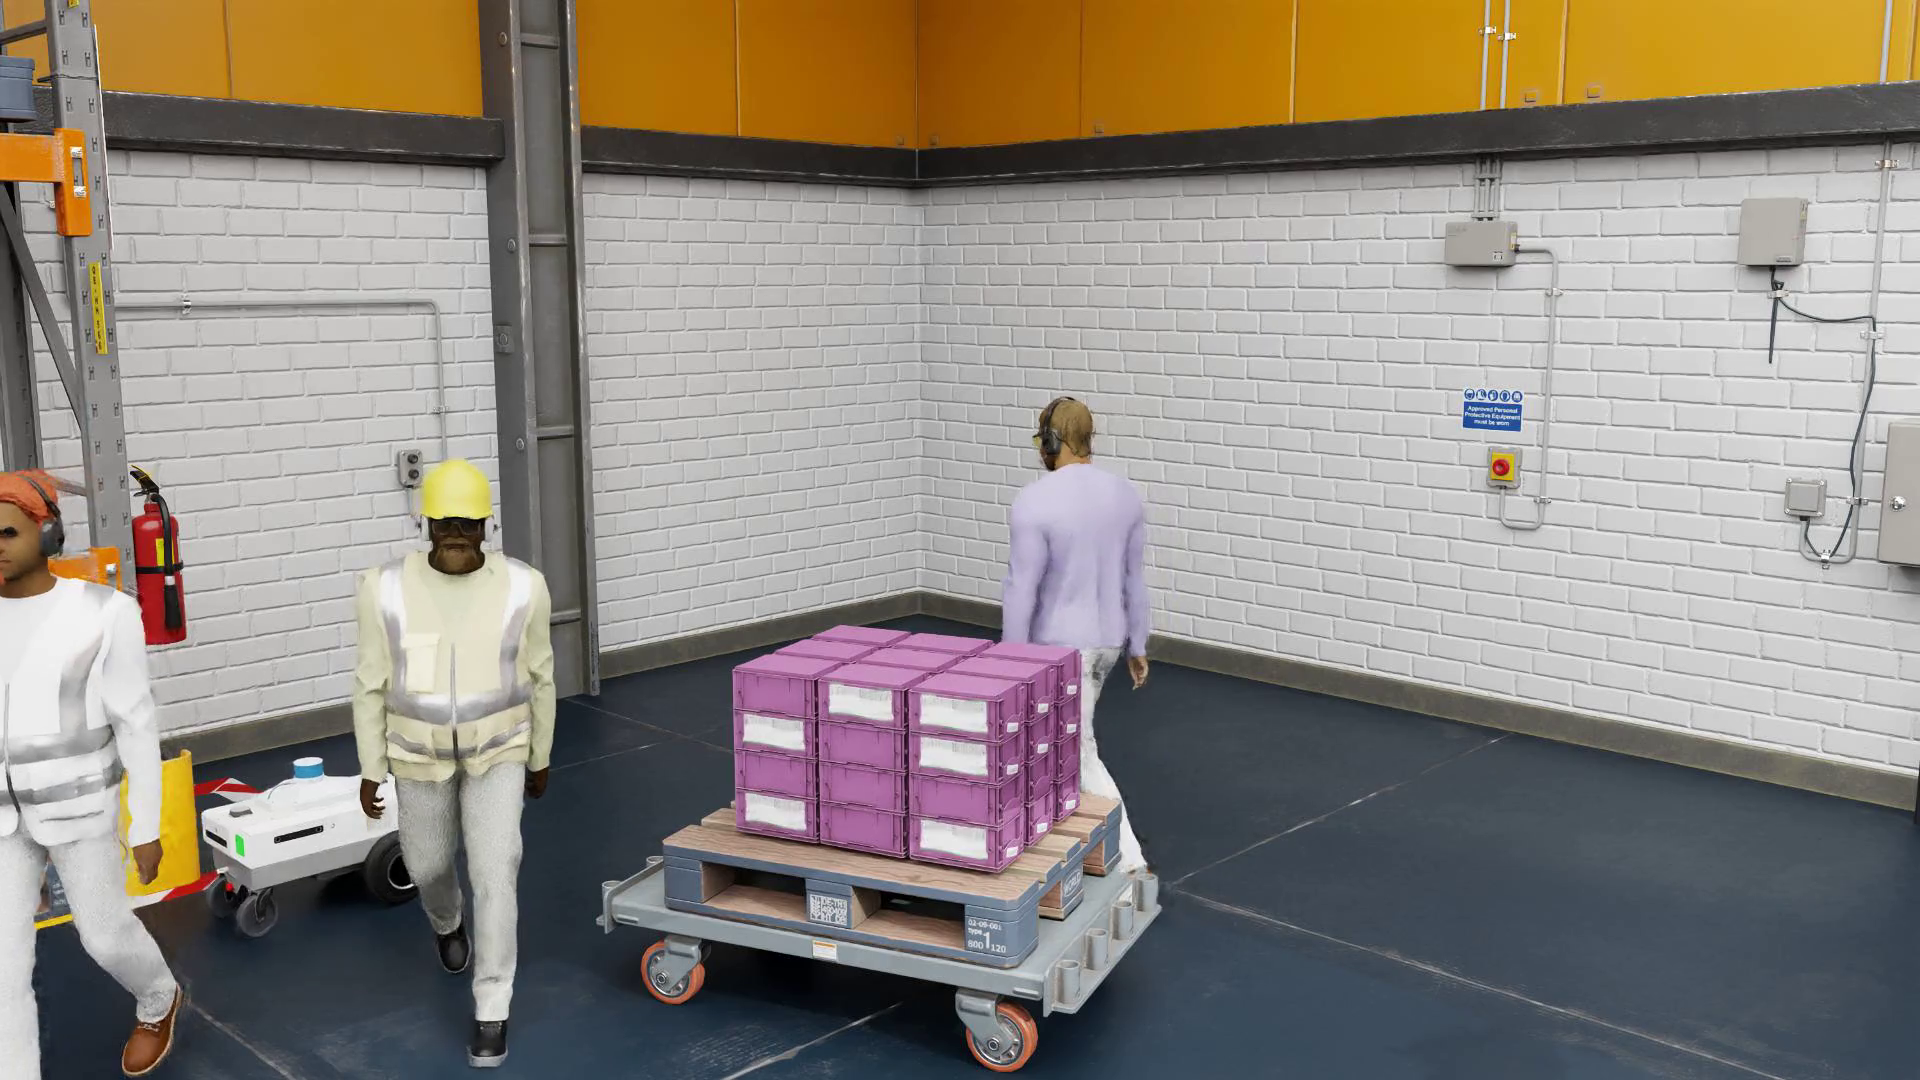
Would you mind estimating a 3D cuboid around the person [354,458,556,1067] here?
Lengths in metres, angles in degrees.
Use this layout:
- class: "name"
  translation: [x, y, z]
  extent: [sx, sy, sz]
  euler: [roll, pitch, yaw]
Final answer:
- class: "person"
  translation: [-1.560, 0.630, 5.186]
  extent: [0.594, 1.810, 0.825]
  euler: [-2, 10, -13]

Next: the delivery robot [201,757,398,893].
- class: "delivery robot"
  translation: [-2.396, 1.048, 6.144]
  extent: [0.477, 0.478, 0.707]
  euler: [9, 13, 44]

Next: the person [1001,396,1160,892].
- class: "person"
  translation: [0.470, 0.418, 6.283]
  extent: [0.665, 1.906, 0.974]
  euler: [-8, 12, -40]

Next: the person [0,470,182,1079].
- class: "person"
  translation: [-2.423, 0.721, 4.486]
  extent: [0.584, 1.856, 0.892]
  euler: [-1, 9, -4]
